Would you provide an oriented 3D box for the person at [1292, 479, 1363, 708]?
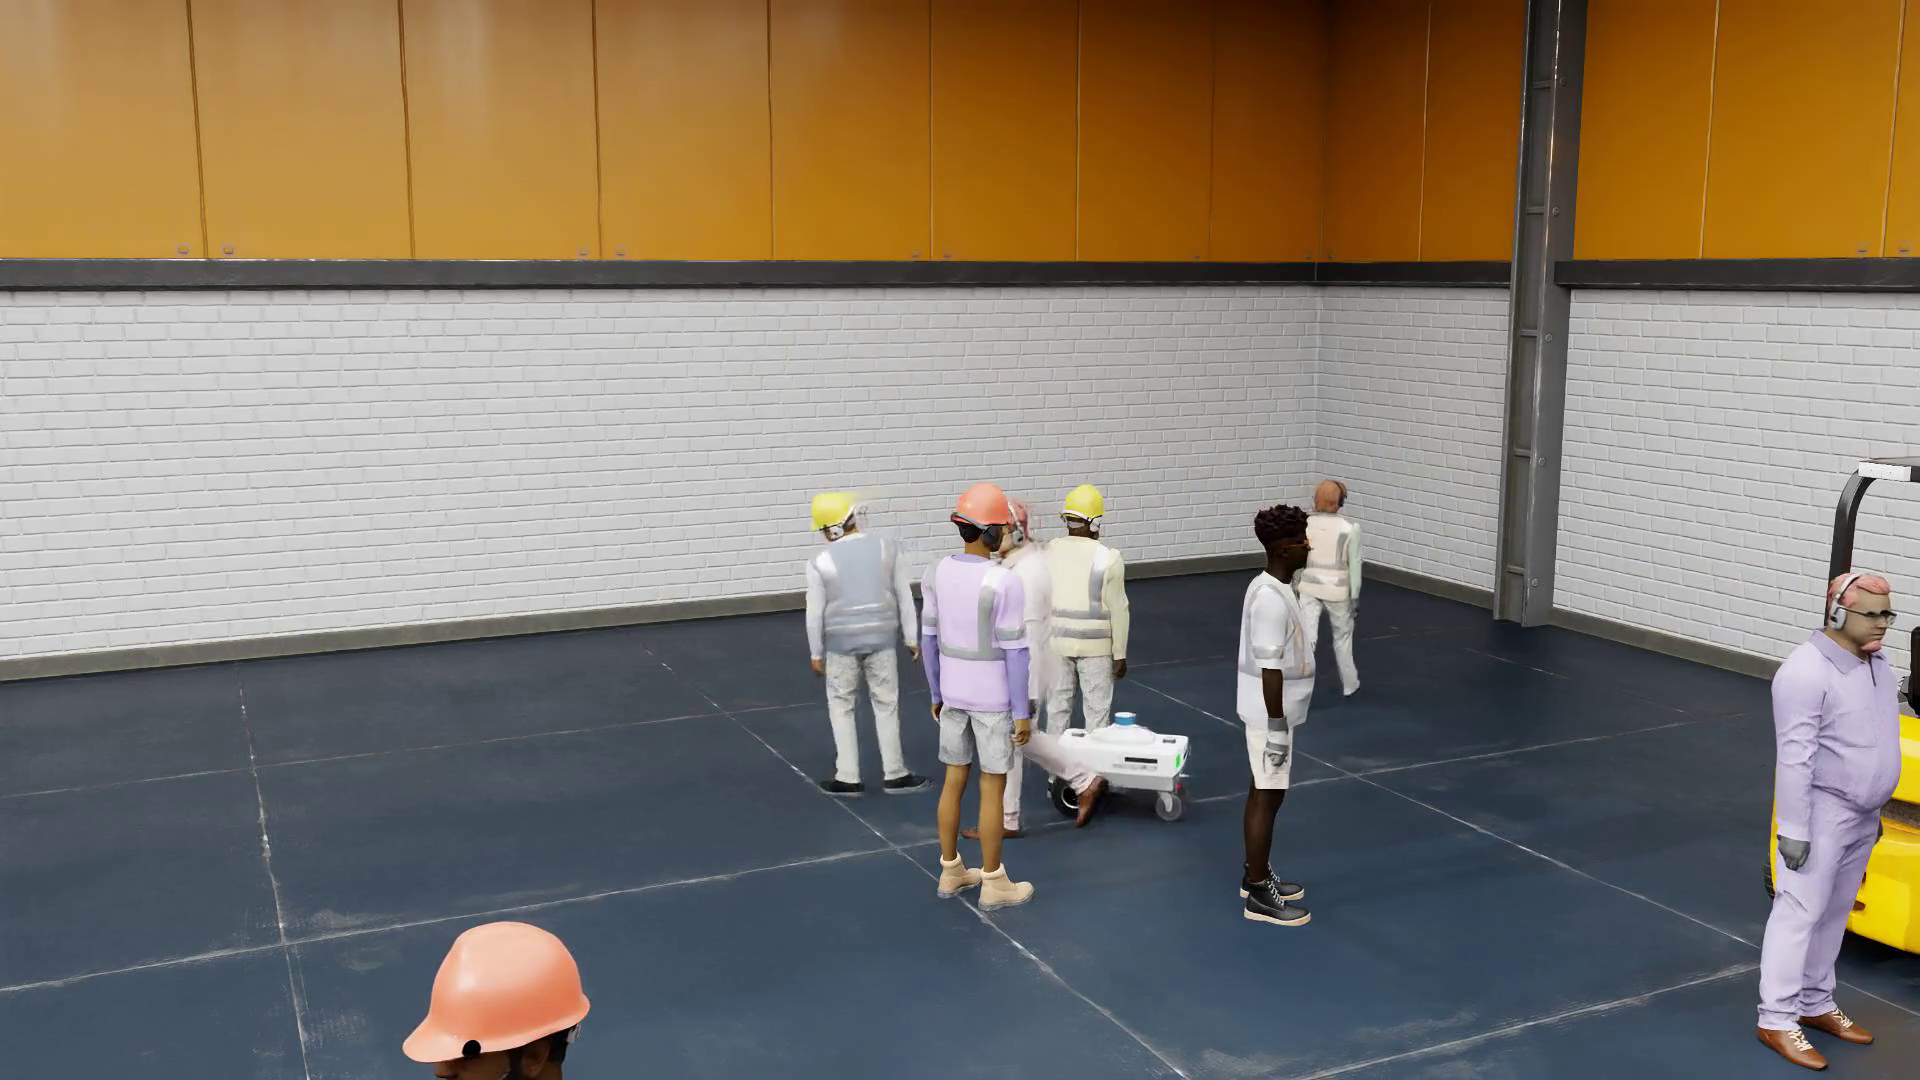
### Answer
[{"bbox_3d":[2.562,0.374,11.640,0.541,1.589,0.880,6,11,32],"label":"person"}]

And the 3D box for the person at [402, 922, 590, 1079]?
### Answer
[{"bbox_3d":[-0.752,1.602,2.952,0.375,1.935,0.551,-8,12,-41],"label":"person"}]

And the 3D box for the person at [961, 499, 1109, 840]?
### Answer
[{"bbox_3d":[0.400,0.698,8.804,0.719,1.870,0.659,0,9,1],"label":"person"}]

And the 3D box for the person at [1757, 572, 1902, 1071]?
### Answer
[{"bbox_3d":[3.383,1.061,6.411,0.651,1.904,0.401,-7,11,-35],"label":"person"}]

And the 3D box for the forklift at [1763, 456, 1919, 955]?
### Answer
[{"bbox_3d":[4.857,0.731,7.561,2.313,2.155,1.214,-4,10,-25],"label":"forklift"}]

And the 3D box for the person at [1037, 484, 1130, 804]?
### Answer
[{"bbox_3d":[0.699,0.594,9.524,0.596,1.832,0.404,5,10,28],"label":"person"}]

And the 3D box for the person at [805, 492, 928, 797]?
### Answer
[{"bbox_3d":[-0.530,0.604,9.655,0.728,1.788,0.406,-3,10,-16],"label":"person"}]

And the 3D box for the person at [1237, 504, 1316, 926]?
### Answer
[{"bbox_3d":[1.484,0.803,7.817,0.362,1.966,0.611,1,9,8],"label":"person"}]

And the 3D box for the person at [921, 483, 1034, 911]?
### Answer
[{"bbox_3d":[0.101,0.742,7.959,0.615,2.042,0.372,8,12,41],"label":"person"}]

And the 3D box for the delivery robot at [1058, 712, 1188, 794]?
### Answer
[{"bbox_3d":[0.920,1.212,9.353,0.707,0.478,0.477,2,10,14],"label":"delivery robot"}]
